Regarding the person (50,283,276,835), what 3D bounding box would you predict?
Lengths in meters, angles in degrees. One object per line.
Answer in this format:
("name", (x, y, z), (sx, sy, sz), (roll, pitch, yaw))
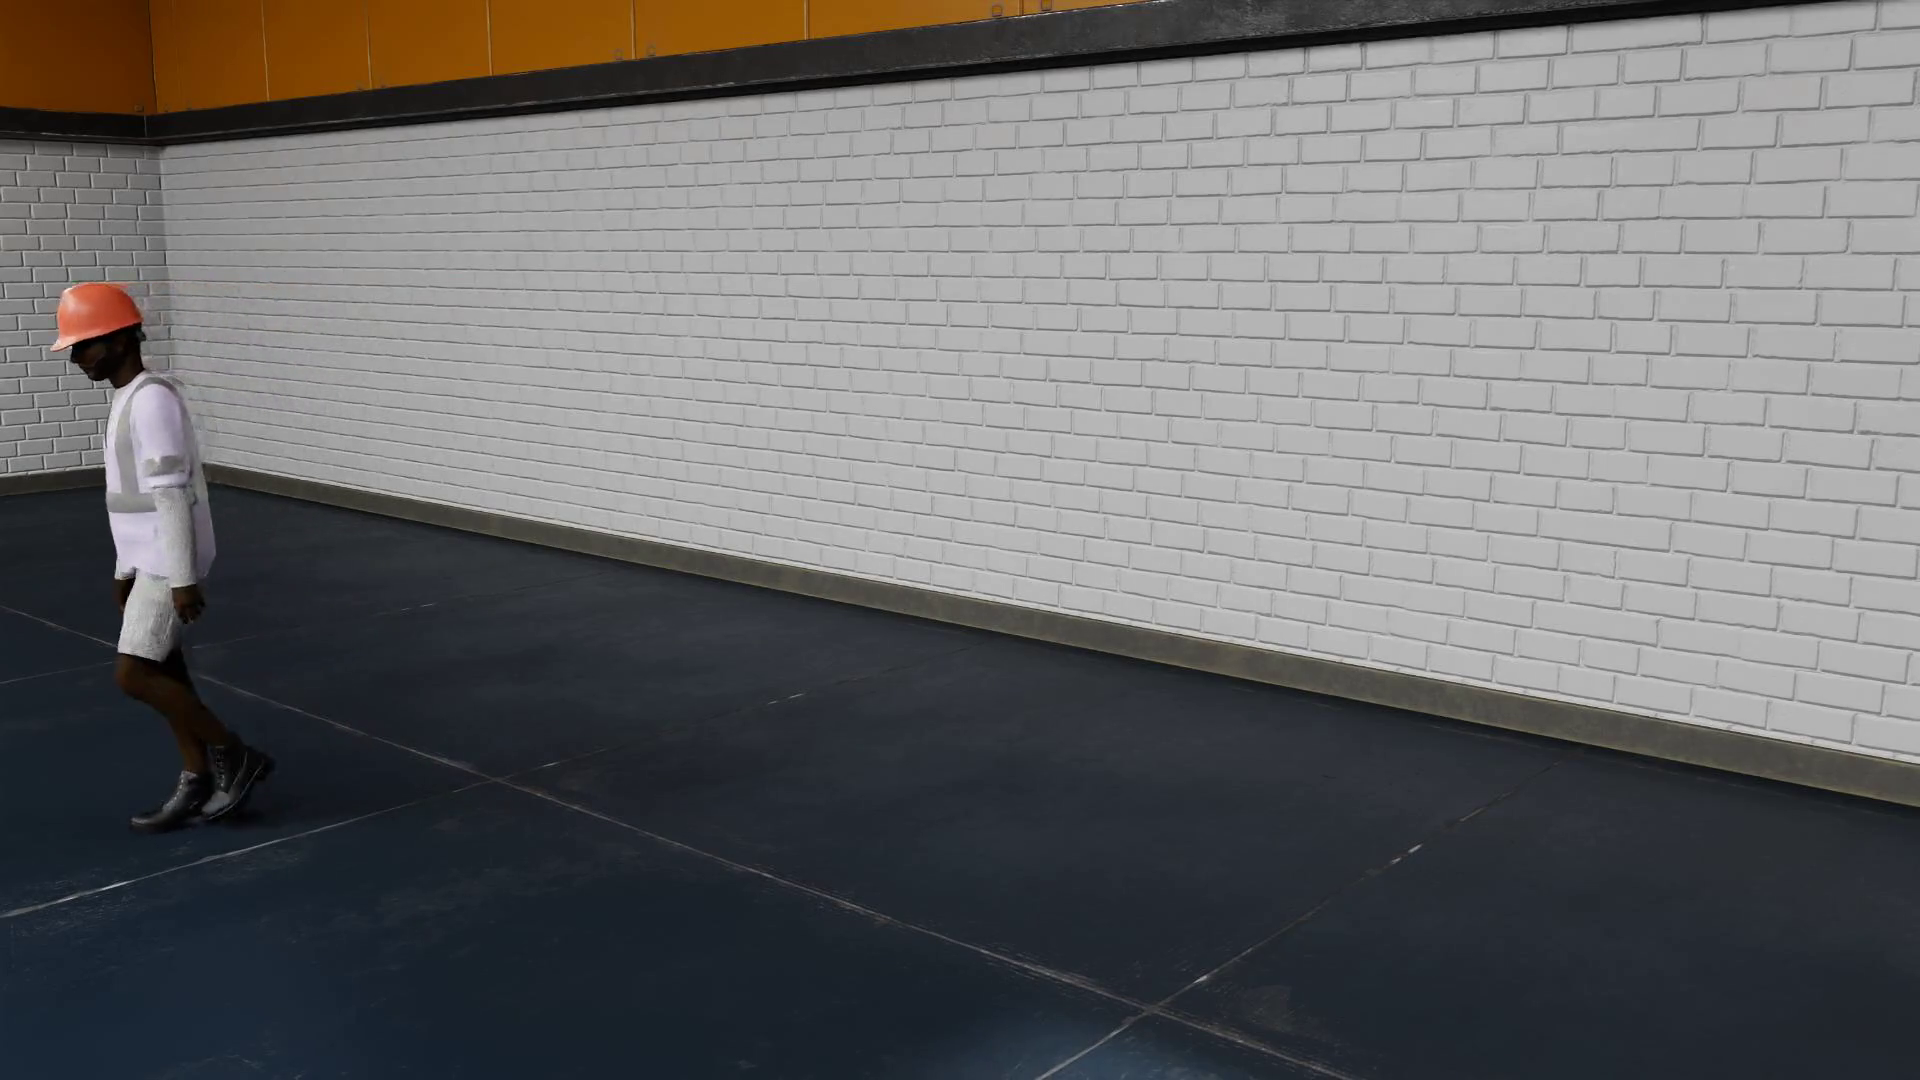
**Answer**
("person", (-2.771, 0.081, 5.695), (0.478, 1.907, 0.592), (-6, 12, -33))
